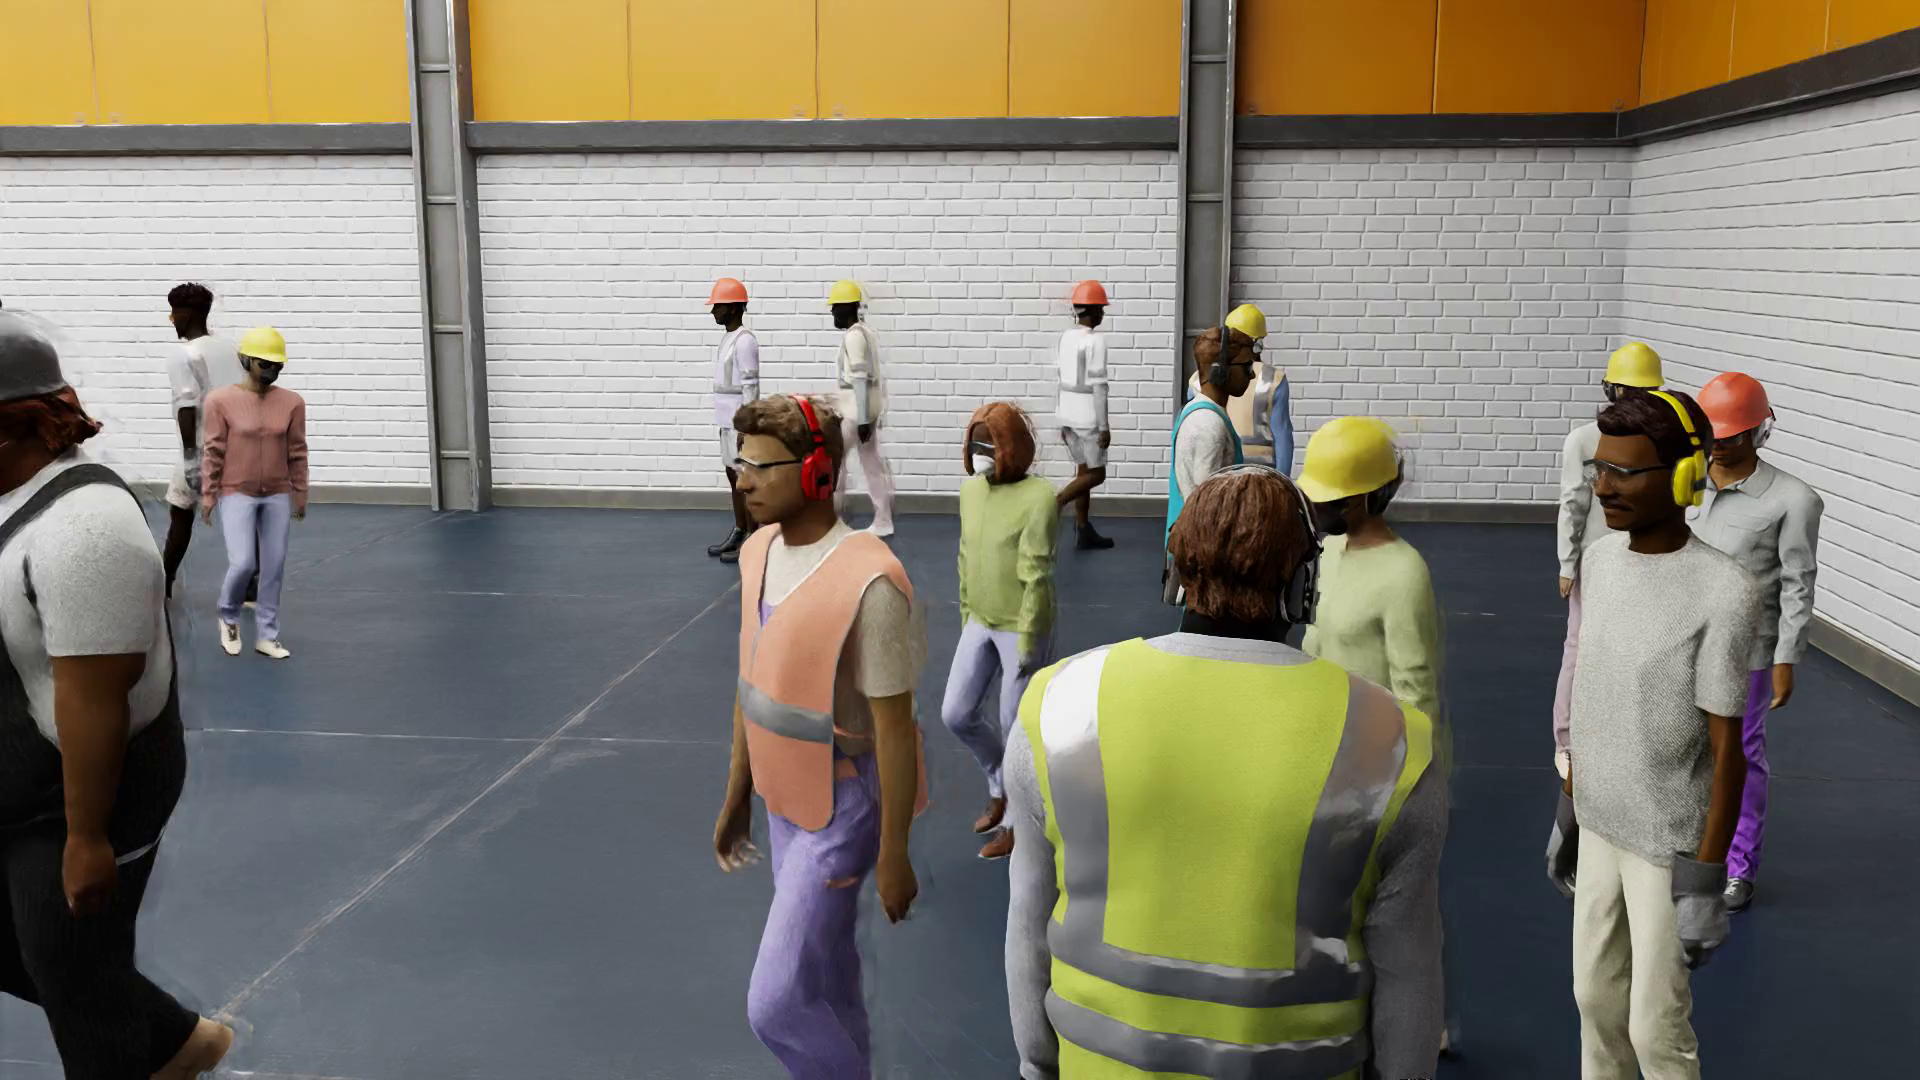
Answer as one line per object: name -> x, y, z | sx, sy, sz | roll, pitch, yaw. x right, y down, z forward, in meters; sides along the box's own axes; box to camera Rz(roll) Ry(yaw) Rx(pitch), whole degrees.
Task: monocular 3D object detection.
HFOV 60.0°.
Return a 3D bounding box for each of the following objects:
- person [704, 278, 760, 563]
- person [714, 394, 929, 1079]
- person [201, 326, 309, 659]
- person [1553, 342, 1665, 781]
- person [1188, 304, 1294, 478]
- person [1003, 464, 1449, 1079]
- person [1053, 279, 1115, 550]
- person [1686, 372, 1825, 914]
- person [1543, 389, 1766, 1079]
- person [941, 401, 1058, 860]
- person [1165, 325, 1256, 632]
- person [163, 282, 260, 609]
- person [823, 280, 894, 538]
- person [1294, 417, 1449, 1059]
person -> -1.551, -0.815, 11.369 | 0.356, 1.937, 0.552 | -4, 11, -23
person -> -0.311, 0.602, 3.576 | 0.453, 1.828, 0.559 | -5, 11, -27
person -> -3.611, -0.229, 8.567 | 0.467, 1.738, 0.548 | 9, 13, 42
person -> 2.636, 0.099, 6.631 | 0.534, 1.767, 0.319 | -2, 10, -11
person -> 1.526, -0.351, 9.016 | 0.589, 1.834, 0.403 | 6, 11, 29
person -> 0.377, 0.800, 2.454 | 0.633, 1.830, 0.429 | 3, 10, 15
person -> 0.794, -0.849, 11.618 | 0.655, 1.920, 0.558 | -5, 11, -24
person -> 2.448, 0.326, 5.394 | 0.335, 1.743, 0.561 | -8, 12, -37
person -> 1.371, 0.620, 3.393 | 0.333, 1.861, 0.507 | -3, 10, -14
person -> 0.134, 0.321, 5.789 | 0.342, 1.615, 0.495 | -9, 14, -43
person -> 0.981, 0.080, 6.547 | 0.346, 1.838, 0.500 | 1, 10, 5
person -> -4.545, -0.548, 9.855 | 0.957, 1.923, 0.625 | 3, 10, 17
person -> -0.855, -0.940, 12.188 | 0.821, 1.894, 0.614 | 1, 10, 4
person -> 0.982, 0.542, 4.196 | 0.689, 1.719, 0.625 | -1, 10, -6
